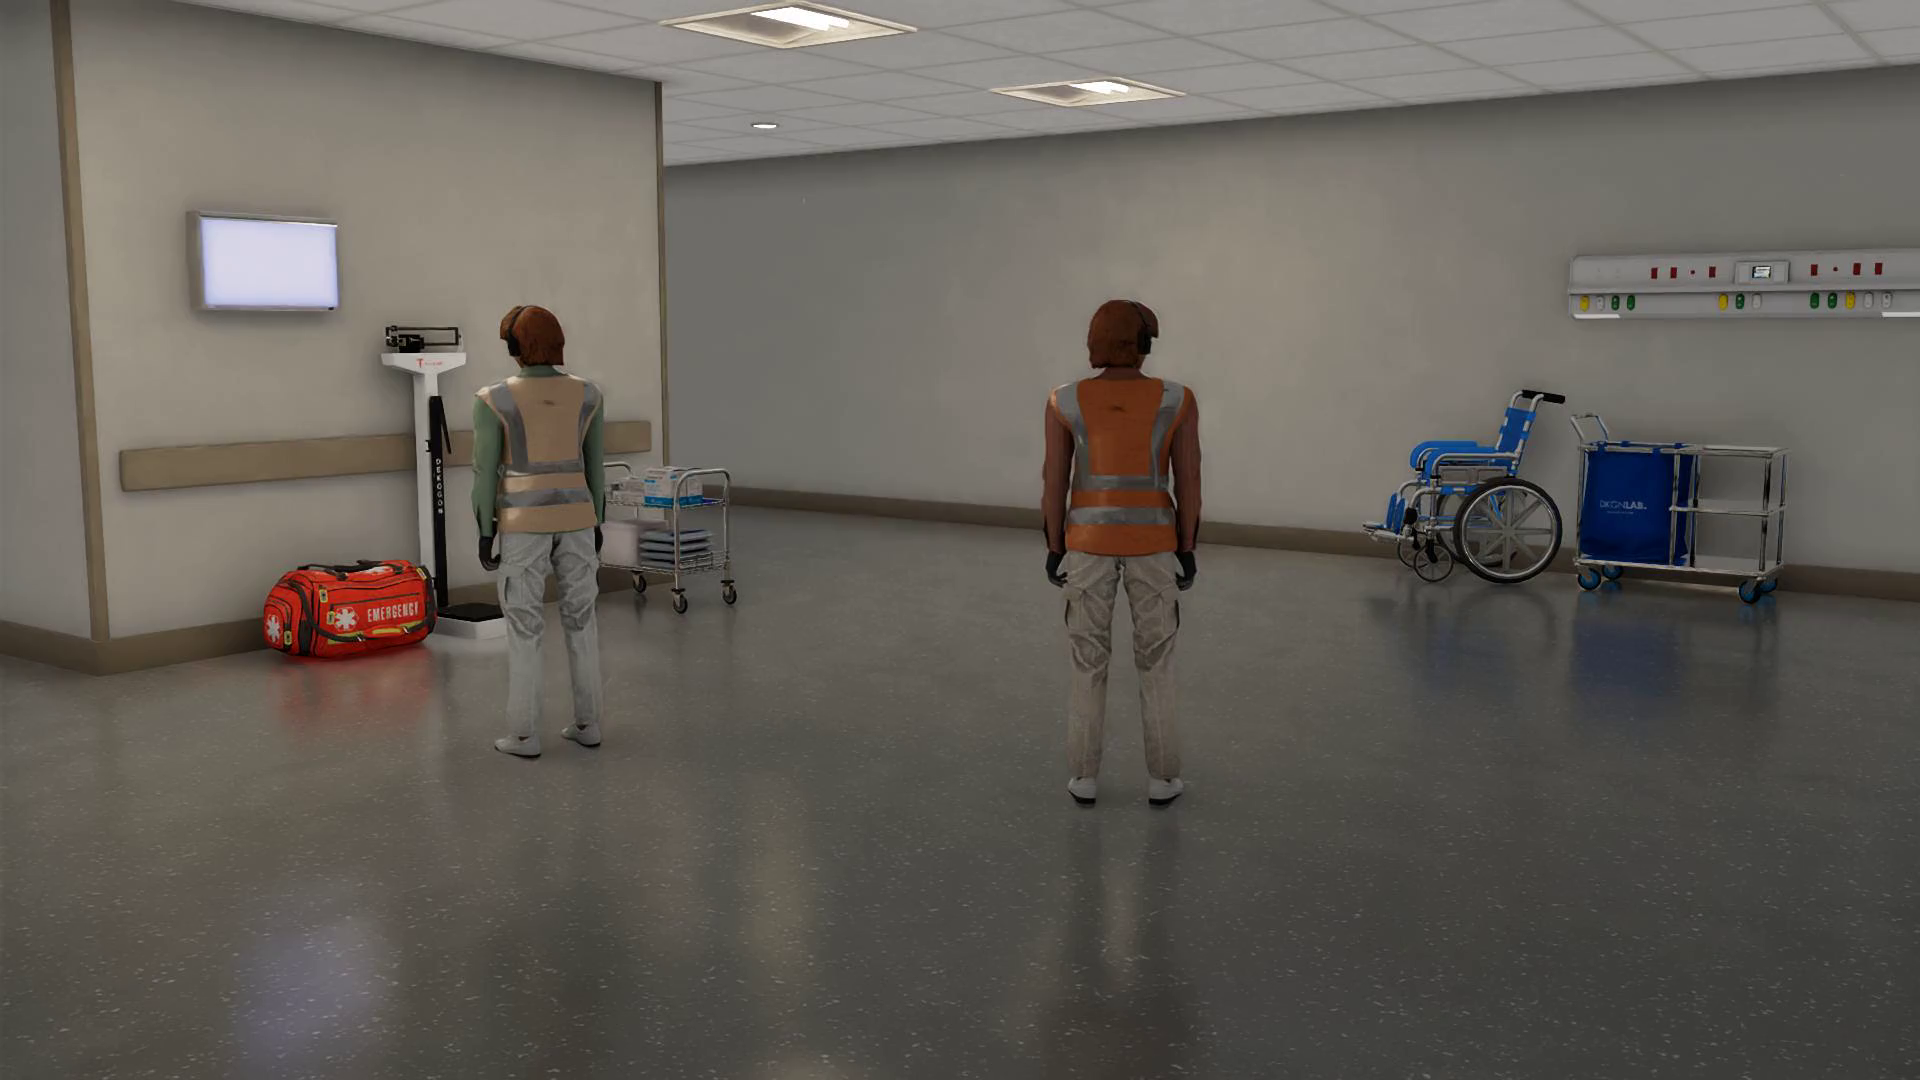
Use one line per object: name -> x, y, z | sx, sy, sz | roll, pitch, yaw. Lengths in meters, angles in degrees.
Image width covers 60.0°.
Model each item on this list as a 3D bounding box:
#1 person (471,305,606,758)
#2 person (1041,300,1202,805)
person -> -1.514, -0.030, 6.038 | 0.508, 1.629, 0.315 | -5, 9, -36
person -> 0.520, 0.046, 5.394 | 0.515, 1.636, 0.315 | 1, 7, 8
